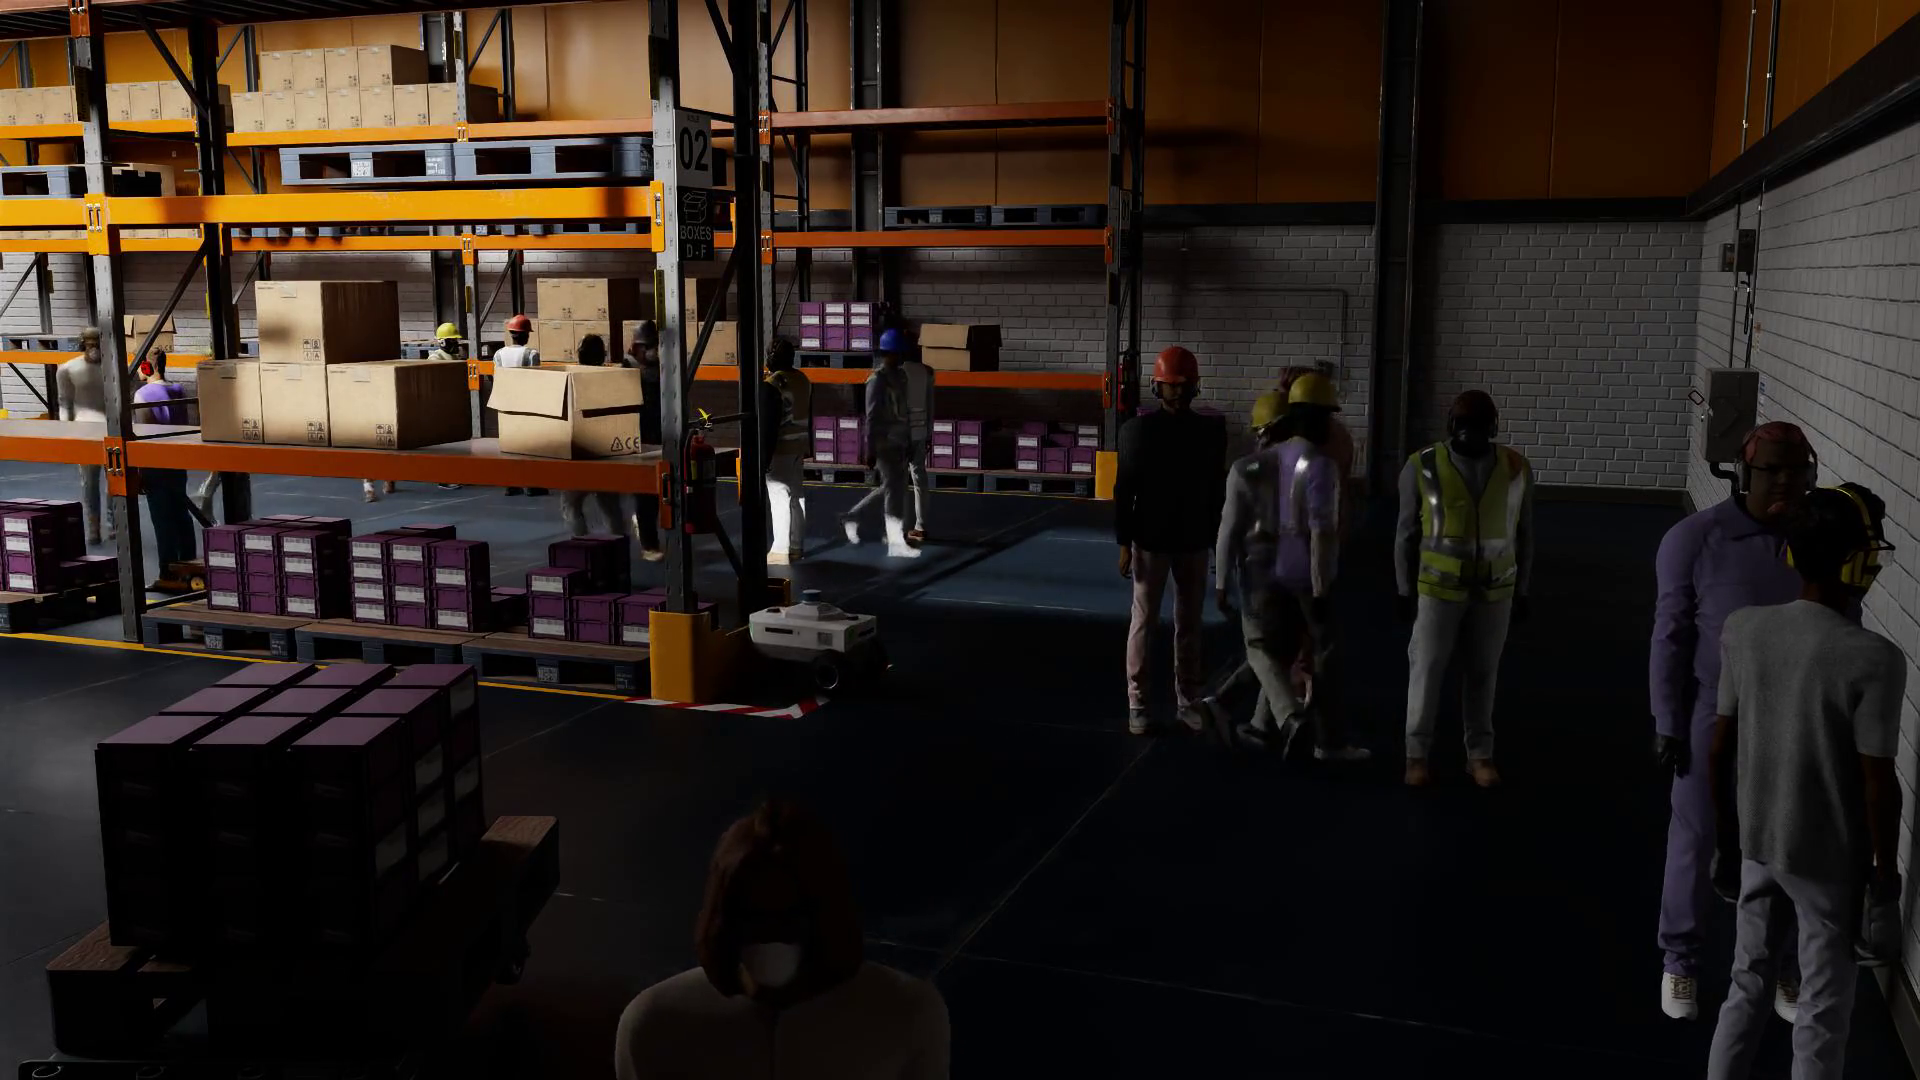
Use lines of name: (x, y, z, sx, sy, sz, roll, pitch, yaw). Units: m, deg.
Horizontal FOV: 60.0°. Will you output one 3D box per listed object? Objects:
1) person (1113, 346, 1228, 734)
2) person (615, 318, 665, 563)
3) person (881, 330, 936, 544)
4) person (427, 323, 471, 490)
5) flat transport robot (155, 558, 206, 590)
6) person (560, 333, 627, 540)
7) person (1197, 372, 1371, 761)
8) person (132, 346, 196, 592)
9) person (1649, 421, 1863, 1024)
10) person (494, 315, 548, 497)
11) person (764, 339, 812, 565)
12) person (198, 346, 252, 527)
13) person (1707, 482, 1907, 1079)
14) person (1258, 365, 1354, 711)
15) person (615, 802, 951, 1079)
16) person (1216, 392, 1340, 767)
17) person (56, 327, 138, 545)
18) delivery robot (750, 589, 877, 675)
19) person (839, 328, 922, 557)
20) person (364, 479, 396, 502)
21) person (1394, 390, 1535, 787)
person: (1.093, 0.004, 8.574, 0.618, 1.994, 0.383, -2, 9, -13)
person: (-2.629, -0.865, 13.891, 0.685, 2.000, 0.796, -8, 12, -40)
person: (-0.472, -0.903, 14.629, 0.576, 1.882, 0.355, -8, 12, -40)
person: (-5.634, -1.480, 18.395, 0.403, 1.835, 0.588, 1, 9, 8)
flat transport robot: (-5.210, 0.249, 12.428, 1.431, 0.197, 0.652, 3, 9, 19)
person: (-2.824, -0.609, 12.662, 0.678, 1.914, 0.650, 7, 11, 36)
person: (1.584, 0.142, 8.048, 0.765, 1.900, 0.603, -3, 10, -19)
person: (-5.938, -0.533, 12.447, 0.377, 1.839, 0.563, 1, 9, 4)
person: (2.506, 0.580, 5.237, 0.643, 1.909, 0.410, 1, 9, 5)
person: (-4.680, -1.428, 17.782, 0.560, 1.925, 0.403, 3, 9, 16)
person: (-1.462, -0.721, 13.613, 0.429, 1.844, 0.626, 4, 10, 22)
person: (-6.699, -0.955, 15.116, 0.852, 1.845, 0.538, 8, 12, 40)
person: (2.056, 0.790, 4.036, 0.324, 1.871, 0.526, -4, 10, -25)
person: (1.854, 0.007, 8.932, 0.644, 1.889, 0.572, -6, 11, -31)
person: (-0.262, 1.150, 2.588, 0.509, 1.615, 0.632, 0, 9, -3)
person: (1.573, 0.191, 8.059, 0.632, 1.793, 0.783, -3, 9, -17)
person: (-7.517, -0.907, 14.596, 0.634, 1.895, 0.854, -6, 11, -32)
delivery robot: (-0.844, 0.527, 9.508, 0.707, 0.478, 0.477, 4, 10, 25)
person: (-0.682, -0.821, 13.989, 0.741, 1.923, 0.610, 3, 9, 18)
person: (-6.177, -1.355, 17.618, 0.558, 1.852, 0.912, -3, 10, -19)
person: (2.318, 0.229, 7.651, 0.630, 1.840, 0.429, 0, 9, 3)
